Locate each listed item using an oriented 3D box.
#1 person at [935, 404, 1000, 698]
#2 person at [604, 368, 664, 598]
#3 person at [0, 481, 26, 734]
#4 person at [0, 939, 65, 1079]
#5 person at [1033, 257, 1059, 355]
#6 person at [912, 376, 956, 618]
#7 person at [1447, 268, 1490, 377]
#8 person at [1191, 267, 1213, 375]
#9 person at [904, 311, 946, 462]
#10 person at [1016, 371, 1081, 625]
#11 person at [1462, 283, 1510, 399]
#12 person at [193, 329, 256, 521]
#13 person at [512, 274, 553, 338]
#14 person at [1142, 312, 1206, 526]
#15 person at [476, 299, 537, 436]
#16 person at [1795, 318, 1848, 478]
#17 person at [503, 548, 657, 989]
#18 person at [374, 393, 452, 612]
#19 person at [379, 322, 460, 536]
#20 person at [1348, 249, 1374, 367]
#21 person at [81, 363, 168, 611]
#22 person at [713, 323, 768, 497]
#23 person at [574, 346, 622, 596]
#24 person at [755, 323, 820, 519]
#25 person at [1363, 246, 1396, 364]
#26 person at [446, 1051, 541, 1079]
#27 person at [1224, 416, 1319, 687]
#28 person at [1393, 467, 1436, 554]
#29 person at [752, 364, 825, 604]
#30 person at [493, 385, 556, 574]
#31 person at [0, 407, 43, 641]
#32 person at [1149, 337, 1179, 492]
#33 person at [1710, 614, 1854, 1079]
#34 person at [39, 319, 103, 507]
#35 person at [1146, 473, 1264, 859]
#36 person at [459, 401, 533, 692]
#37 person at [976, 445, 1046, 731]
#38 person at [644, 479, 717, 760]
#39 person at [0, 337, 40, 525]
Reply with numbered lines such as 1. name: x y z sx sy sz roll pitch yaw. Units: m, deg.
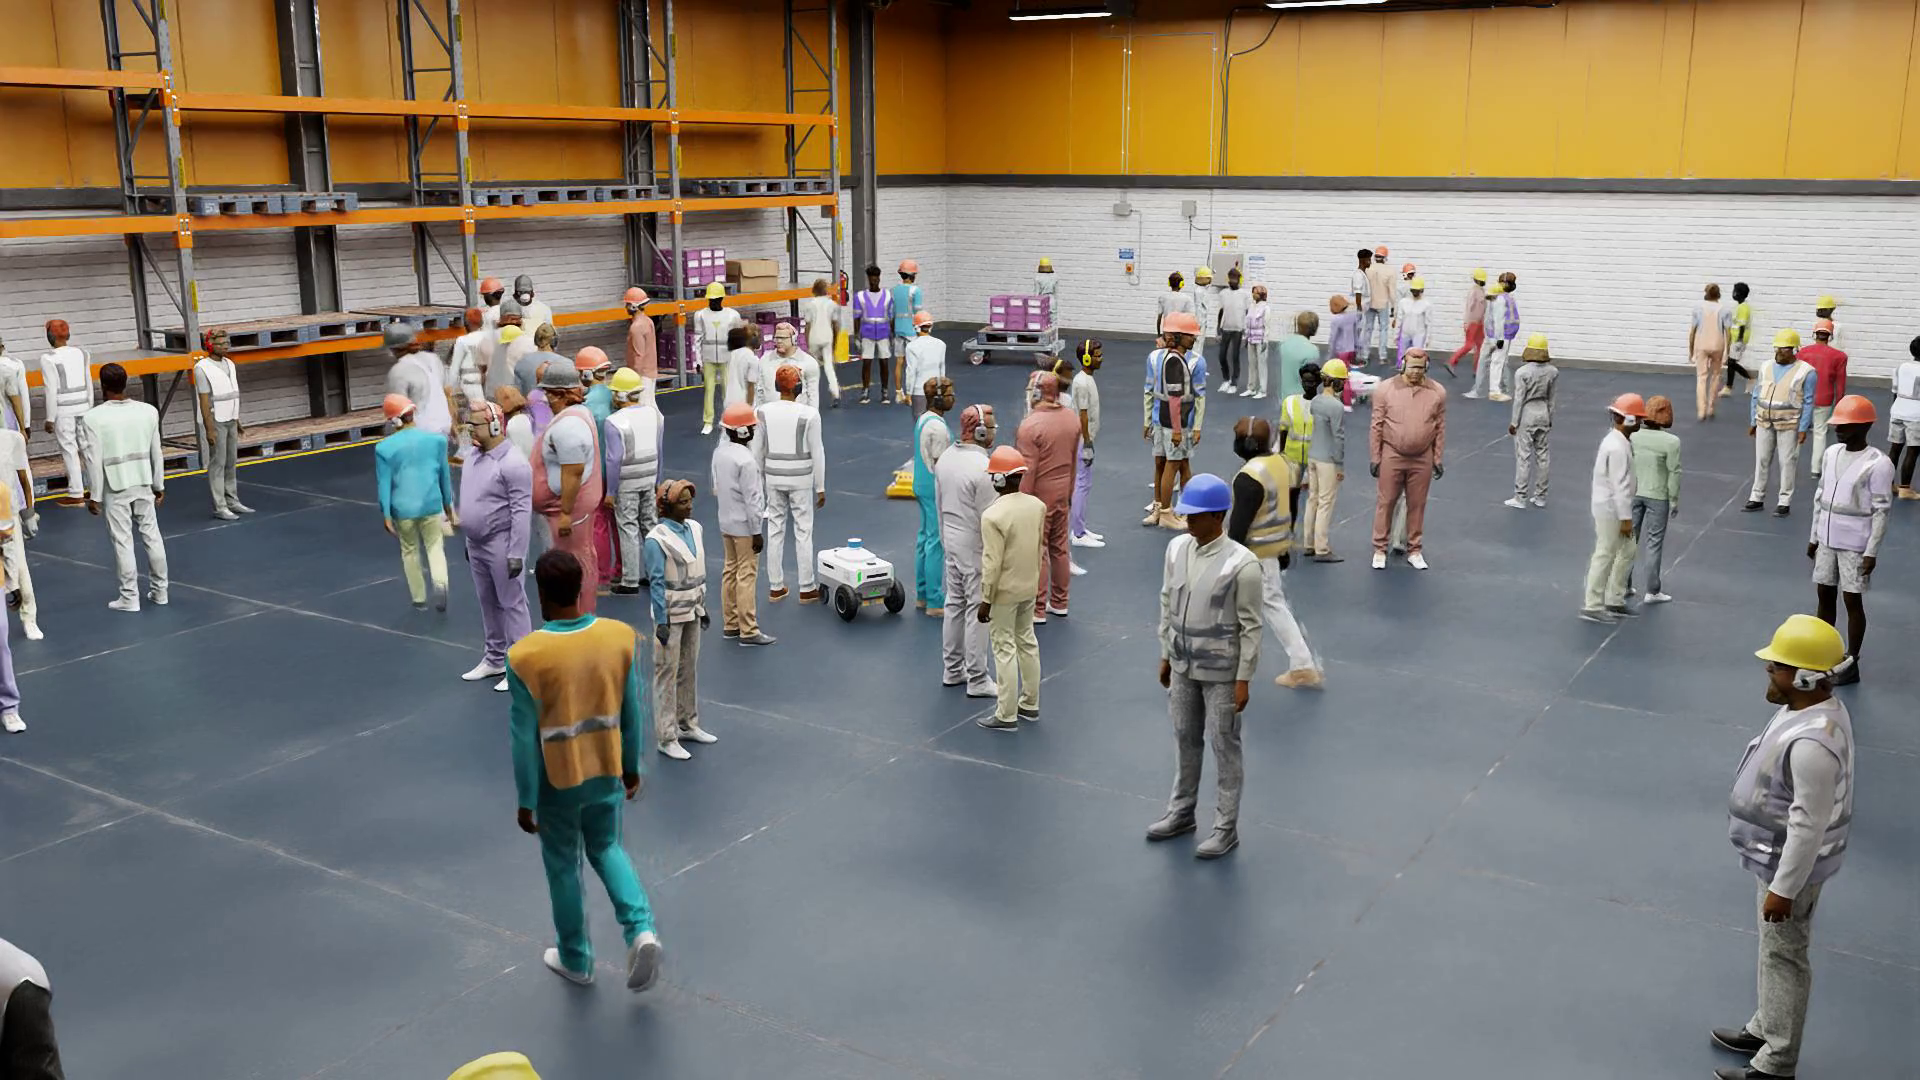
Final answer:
1. person: 0.106 0.066 10.814 0.401 1.906 0.651 -8 15 -30
2. person: -2.613 -0.455 13.239 0.404 1.830 0.600 8 15 32
3. person: -5.933 0.263 9.947 0.582 1.919 0.396 -12 18 -43
4. person: -2.477 1.595 4.158 0.597 1.916 0.375 4 14 17
5. person: 1.507 -4.110 29.312 0.484 1.735 0.342 -7 15 -26
6. person: -0.181 -0.333 12.676 0.351 1.847 0.507 -4 13 -15
7. person: 8.176 -3.465 26.495 0.550 1.742 0.627 11 17 40
8. person: 3.862 -3.471 26.512 0.317 1.742 0.492 4 14 19
9. person: -0.420 -1.726 18.930 0.579 1.750 0.344 -11 17 -41
10. person: 0.615 -0.320 12.492 0.409 1.905 0.651 11 17 40
11. person: 7.638 -2.849 23.904 0.798 1.692 0.509 -3 13 -13
12. person: -7.155 -1.121 16.093 0.385 1.845 0.569 1 13 4
13. person: -5.448 -2.327 20.901 0.684 2.000 0.535 -3 13 -14
14. person: 1.998 -1.120 15.648 0.611 2.048 0.364 7 15 29
15. person: -4.633 -1.512 17.364 0.743 2.000 0.539 4 14 19
16. person: 9.332 -1.544 18.163 0.575 1.738 0.353 5 14 22
17. person: -1.553 0.977 6.884 0.605 1.900 0.643 -12 17 -41
18. person: -4.133 -0.262 12.661 0.568 1.710 0.644 -6 14 -26
19. person: -4.978 -1.039 15.312 0.607 2.000 0.702 3 13 14
20. person: 6.696 -3.887 27.829 0.361 1.962 0.616 3 13 14
21. person: -6.423 -0.406 12.834 0.375 1.916 0.598 8 15 32
22. person: -2.266 -1.334 17.198 0.705 1.788 0.539 -12 17 -41
23. person: -2.884 -0.554 13.322 0.405 1.988 0.613 6 14 24
24. person: -1.678 -1.140 16.045 0.643 1.909 0.410 4 13 15
25. person: 7.081 -3.973 28.178 0.629 1.982 0.436 9 16 35
26. person: -0.925 1.860 3.366 0.339 1.761 0.524 -6 14 -24
27. person: 1.997 0.070 11.077 0.988 1.792 0.629 6 14 26
28. person: 3.988 -0.697 14.806 0.503 1.597 0.855 9 16 34
29. person: -1.330 -0.434 13.030 0.587 1.882 0.341 4 14 16
30. person: -3.732 -0.489 13.895 0.766 1.592 0.512 1 13 3
31. person: -6.915 -0.164 11.928 0.508 1.861 0.327 -7 15 -28
32. person: 2.173 -1.321 17.436 0.316 1.631 0.524 -3 13 -11
33. person: 3.064 1.169 6.192 0.403 1.833 0.590 6 14 23
34. person: -8.918 -1.271 16.660 0.337 1.882 0.585 4 14 16
35. person: 1.226 0.622 8.312 0.406 1.947 0.606 -11 17 -38
36. person: -3.072 0.036 10.944 0.643 1.909 0.409 11 17 40
37. person: 0.286 0.291 10.174 0.343 1.749 0.572 10 16 37
38. person: -1.646 0.450 9.734 0.307 1.641 0.514 5 14 21
39. person: -9.122 -1.049 15.786 0.515 1.843 0.327 0 13 2
